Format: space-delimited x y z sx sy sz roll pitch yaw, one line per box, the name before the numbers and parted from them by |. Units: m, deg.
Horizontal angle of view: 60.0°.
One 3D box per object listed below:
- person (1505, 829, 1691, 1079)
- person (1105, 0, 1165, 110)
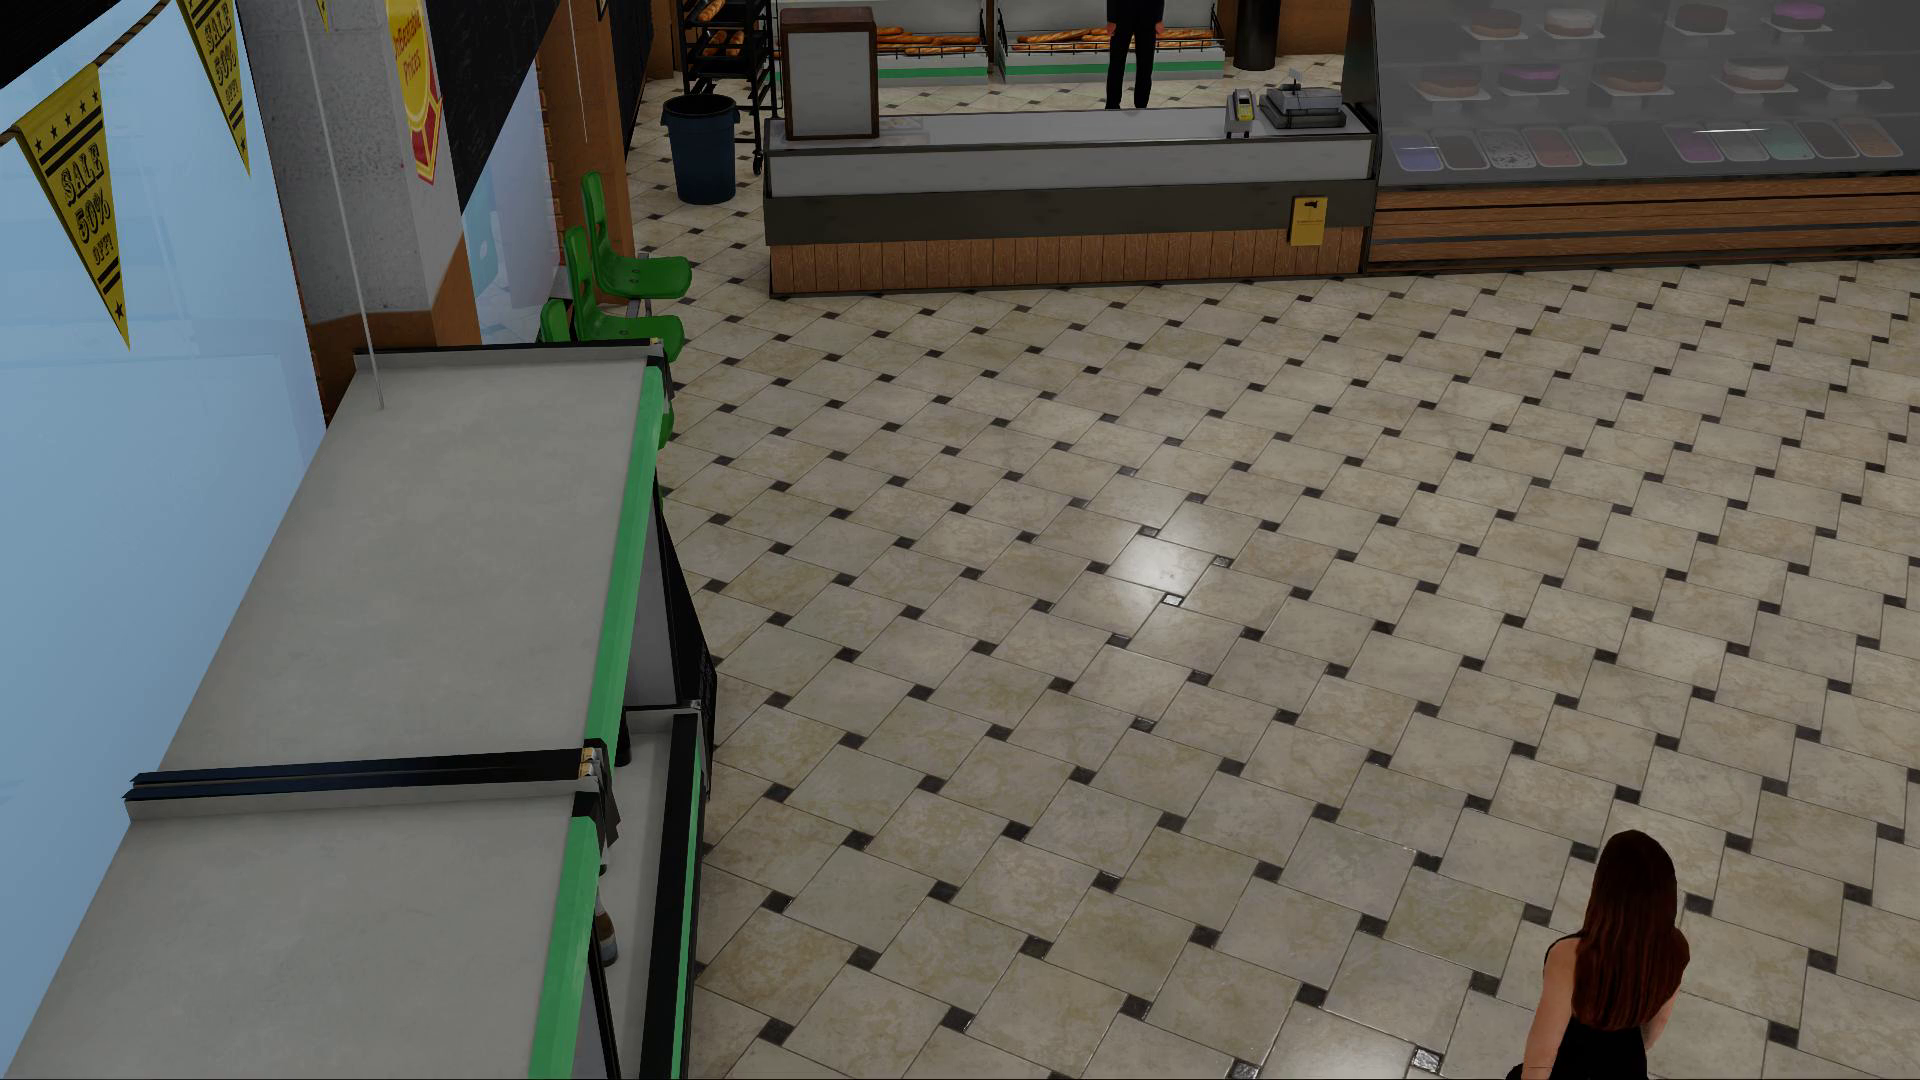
person | 1.661 1.538 4.364 0.582 1.675 1.133 -3 32 -5
person | 1.421 -4.246 13.477 0.616 1.868 0.566 -2 32 -4
